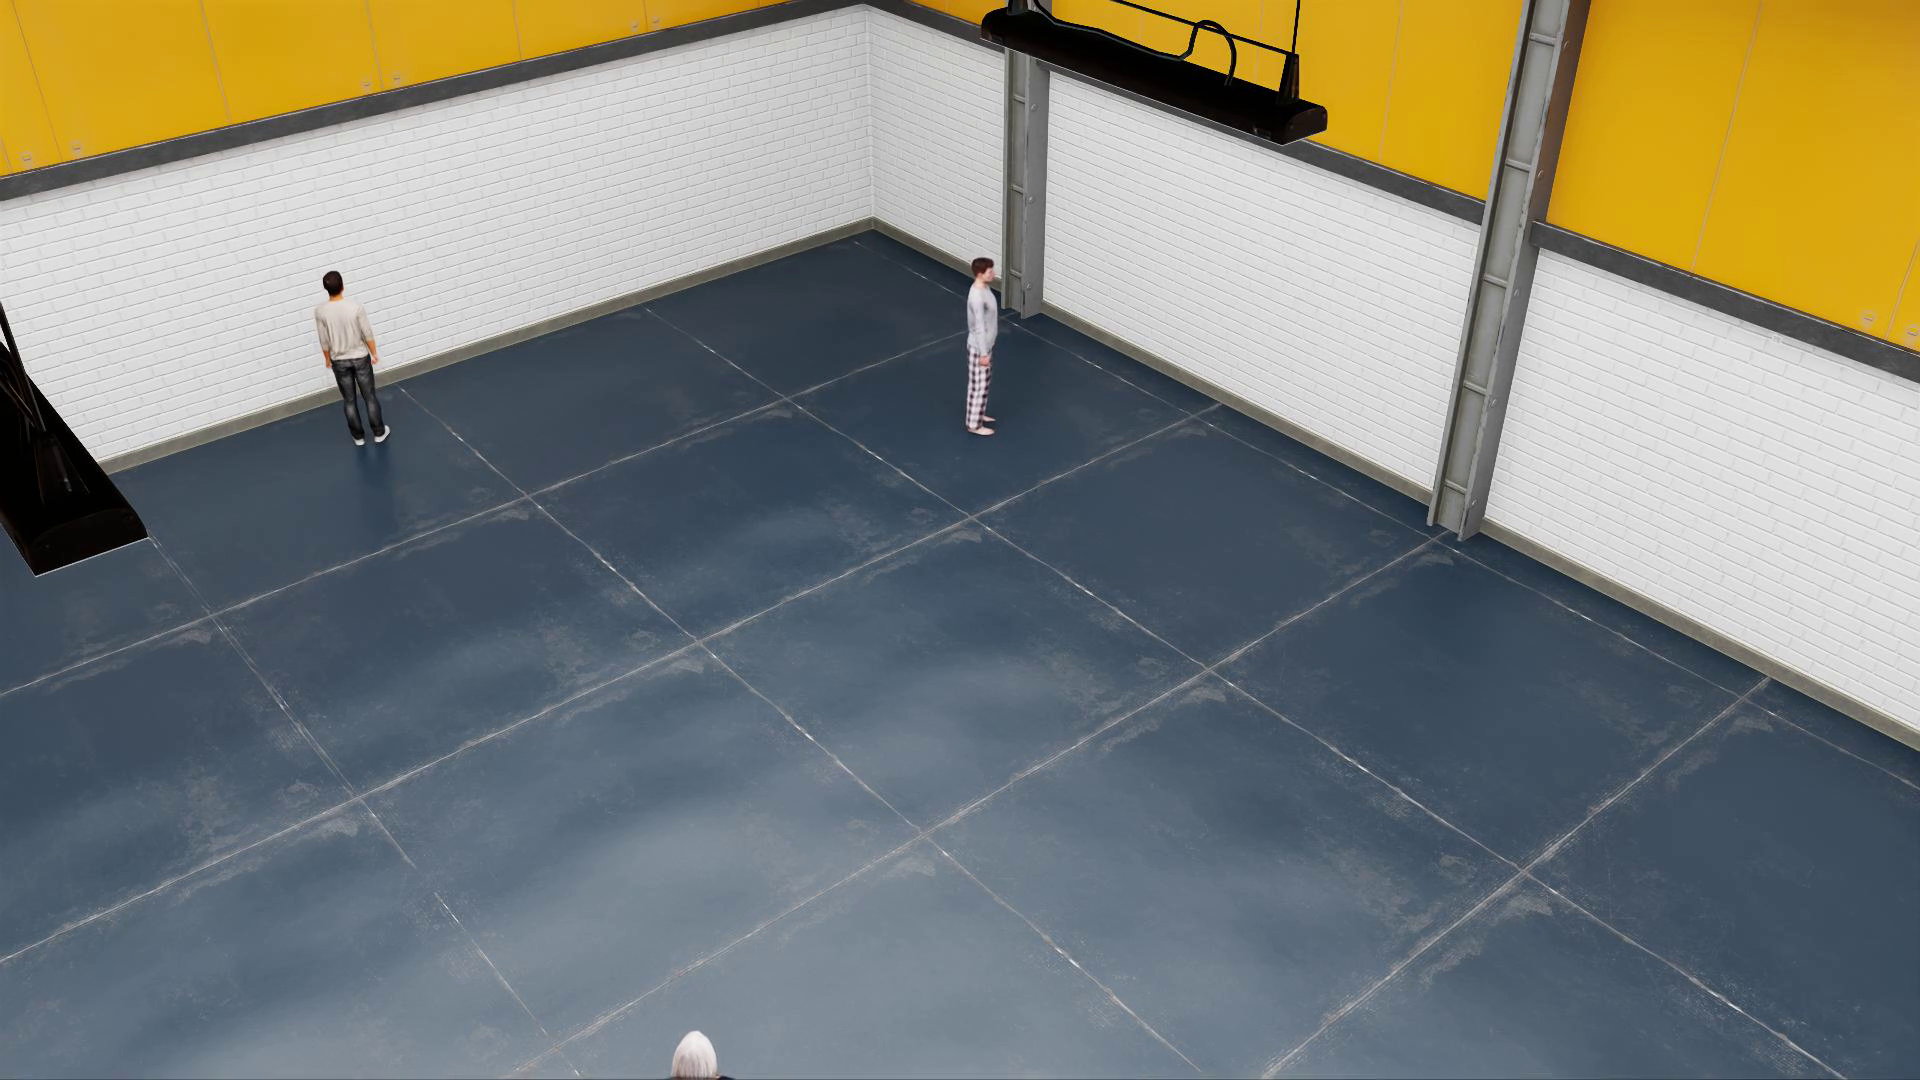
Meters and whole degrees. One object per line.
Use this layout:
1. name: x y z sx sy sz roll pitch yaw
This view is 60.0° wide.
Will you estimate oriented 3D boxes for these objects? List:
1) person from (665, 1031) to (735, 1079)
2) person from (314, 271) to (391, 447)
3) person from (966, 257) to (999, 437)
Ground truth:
1. person: -1.337 3.215 8.786 0.704 1.746 0.739 -3 34 -4
2. person: -5.951 -1.772 16.230 0.734 1.811 0.702 -8 34 -11
3. person: 0.198 -1.937 16.446 0.751 1.847 0.701 5 34 7
